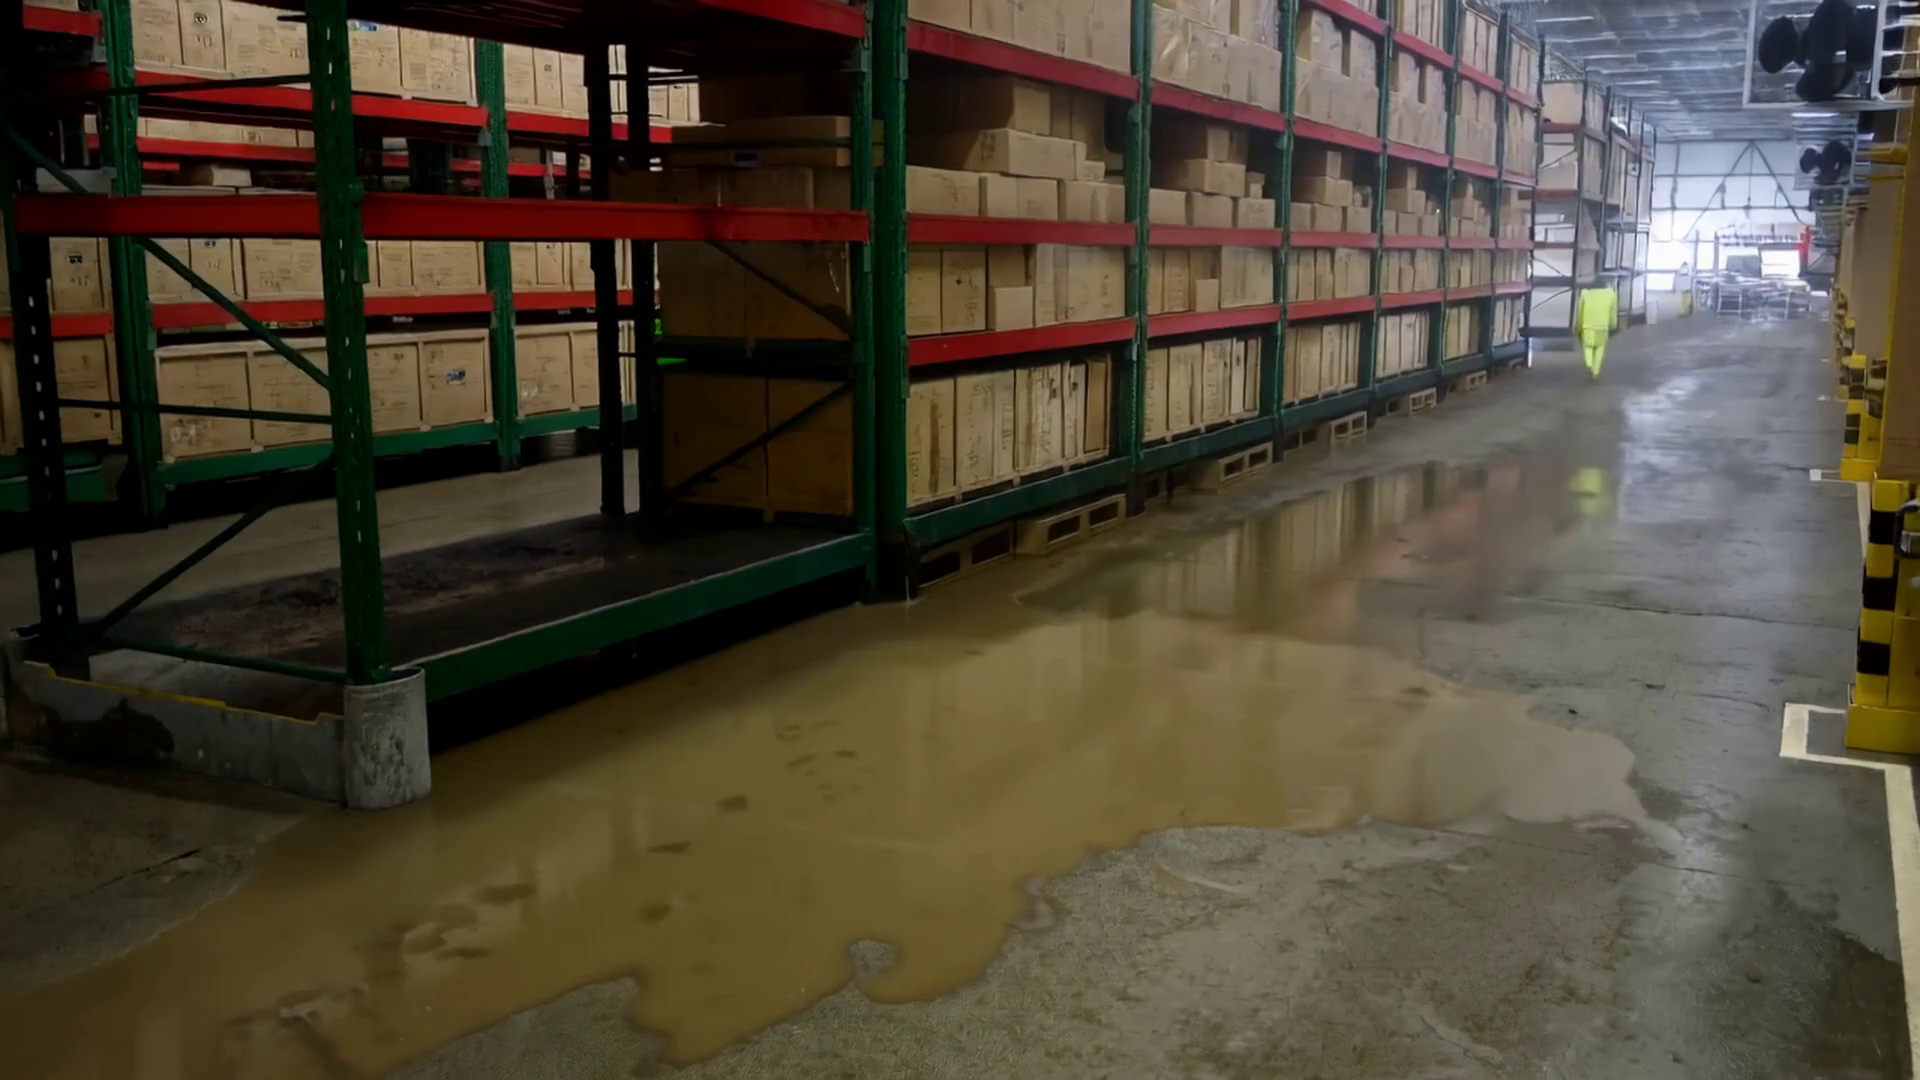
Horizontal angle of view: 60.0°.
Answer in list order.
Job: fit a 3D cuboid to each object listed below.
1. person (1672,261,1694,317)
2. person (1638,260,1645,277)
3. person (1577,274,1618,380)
[{"bbox_3d":[24.521,-8.503,56.408,0.641,1.908,0.936,8,12,38],"label":"person"},{"bbox_3d":[33.720,-12.974,82.188,0.351,1.934,0.635,5,11,27],"label":"person"},{"bbox_3d":[10.843,-3.612,28.329,0.635,1.818,0.723,2,10,14],"label":"person"}]
